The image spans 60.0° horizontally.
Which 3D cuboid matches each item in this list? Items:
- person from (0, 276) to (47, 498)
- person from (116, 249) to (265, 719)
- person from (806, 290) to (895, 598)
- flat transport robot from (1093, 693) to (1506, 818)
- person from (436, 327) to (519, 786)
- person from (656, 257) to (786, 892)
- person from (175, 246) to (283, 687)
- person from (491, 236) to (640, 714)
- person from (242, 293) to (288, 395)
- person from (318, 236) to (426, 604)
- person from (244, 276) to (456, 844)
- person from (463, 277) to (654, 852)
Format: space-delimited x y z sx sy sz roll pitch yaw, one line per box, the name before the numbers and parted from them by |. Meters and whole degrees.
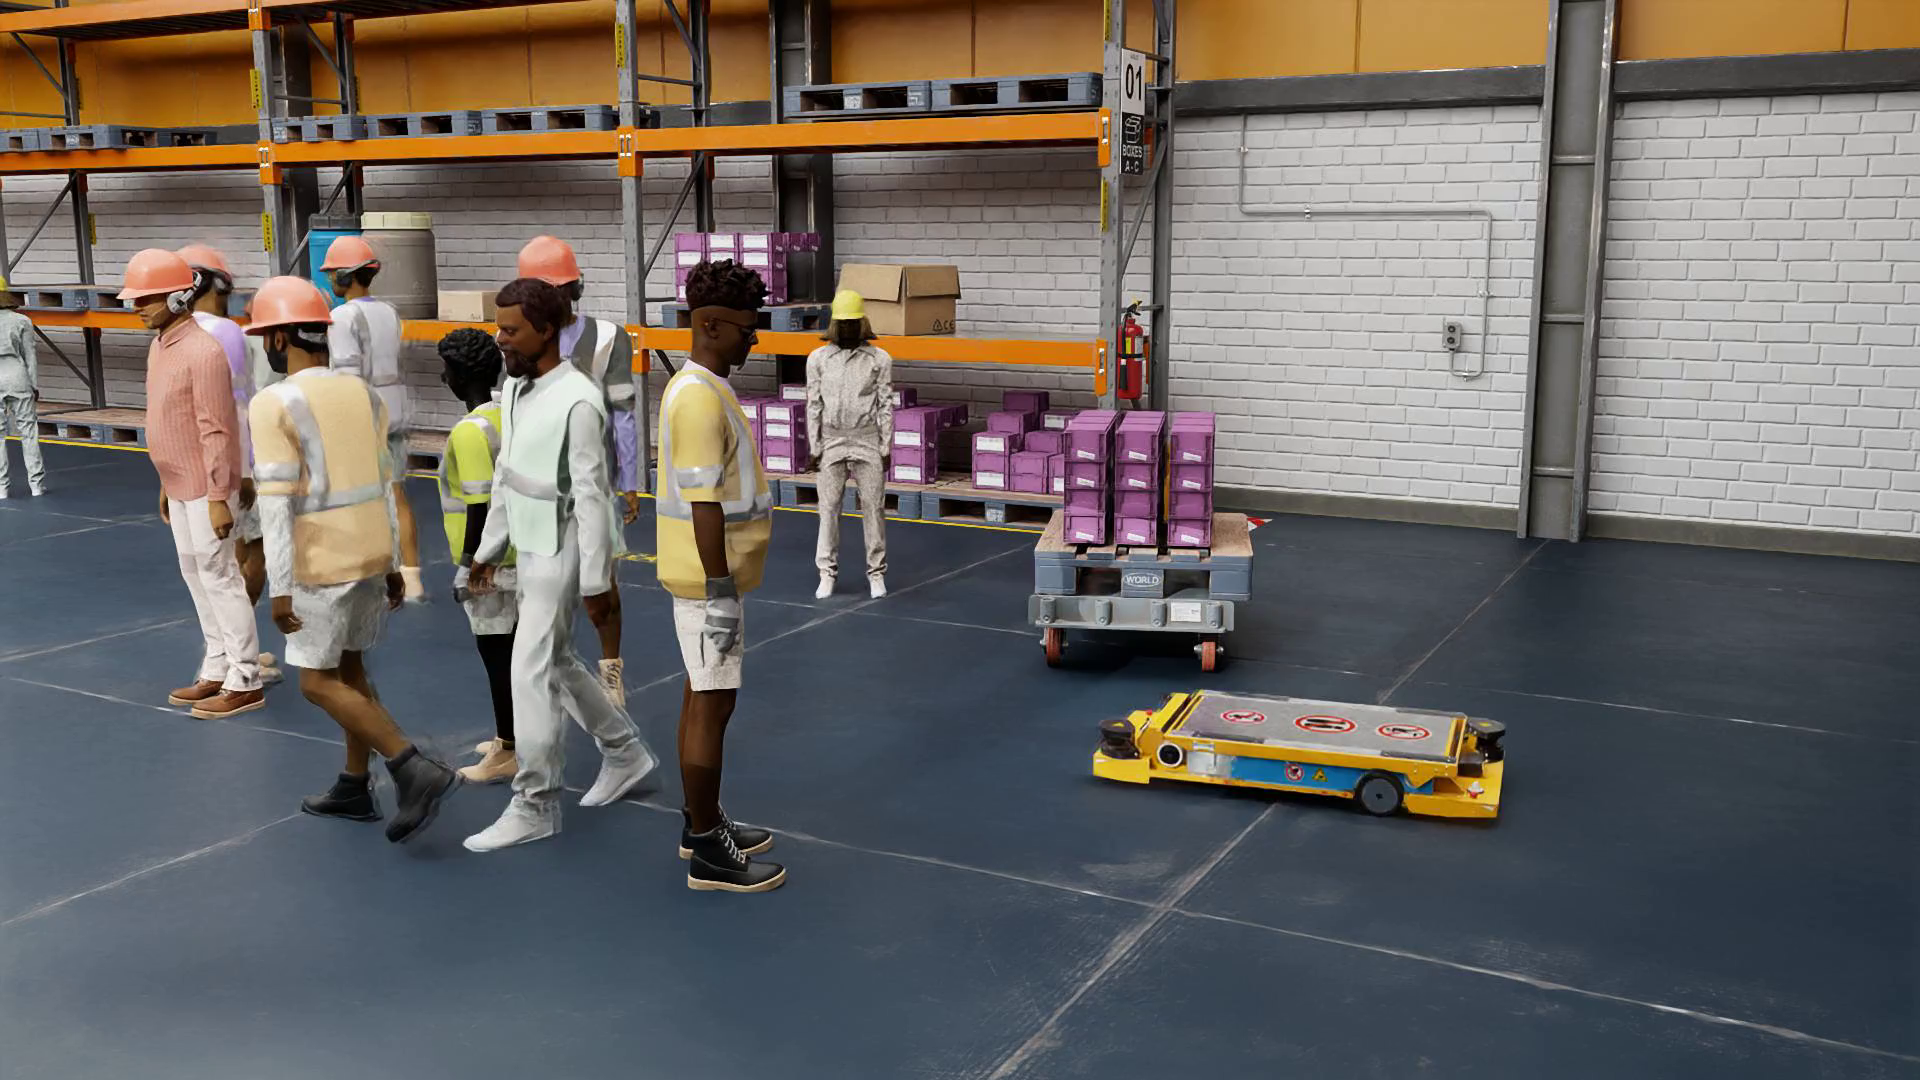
person | -7.441 -1.194 12.956 0.483 1.736 0.311 -7 13 -34
person | -3.246 -0.224 6.996 0.434 1.976 0.613 -9 14 -42
person | -0.606 -0.520 9.278 0.486 1.735 0.363 0 10 0
flat transport robot | 1.272 0.771 6.199 1.431 0.197 0.652 4 11 19
person | -1.751 0.061 6.186 0.321 1.695 0.530 0 10 1
person | -0.758 0.108 5.206 0.376 1.959 0.603 -2 11 -11
person | -3.352 -0.323 7.529 0.755 1.976 0.429 10 14 43
person | -1.667 -0.253 7.011 0.623 2.028 0.410 -1 10 -6
person | -5.540 -1.181 13.218 0.730 1.602 0.493 4 11 23
person | -3.351 -0.643 9.140 0.839 2.013 0.645 3 11 14
person | -2.032 0.076 5.568 0.754 1.906 0.560 4 11 23
person | -1.378 0.058 5.660 0.740 1.895 0.603 -7 12 -33
